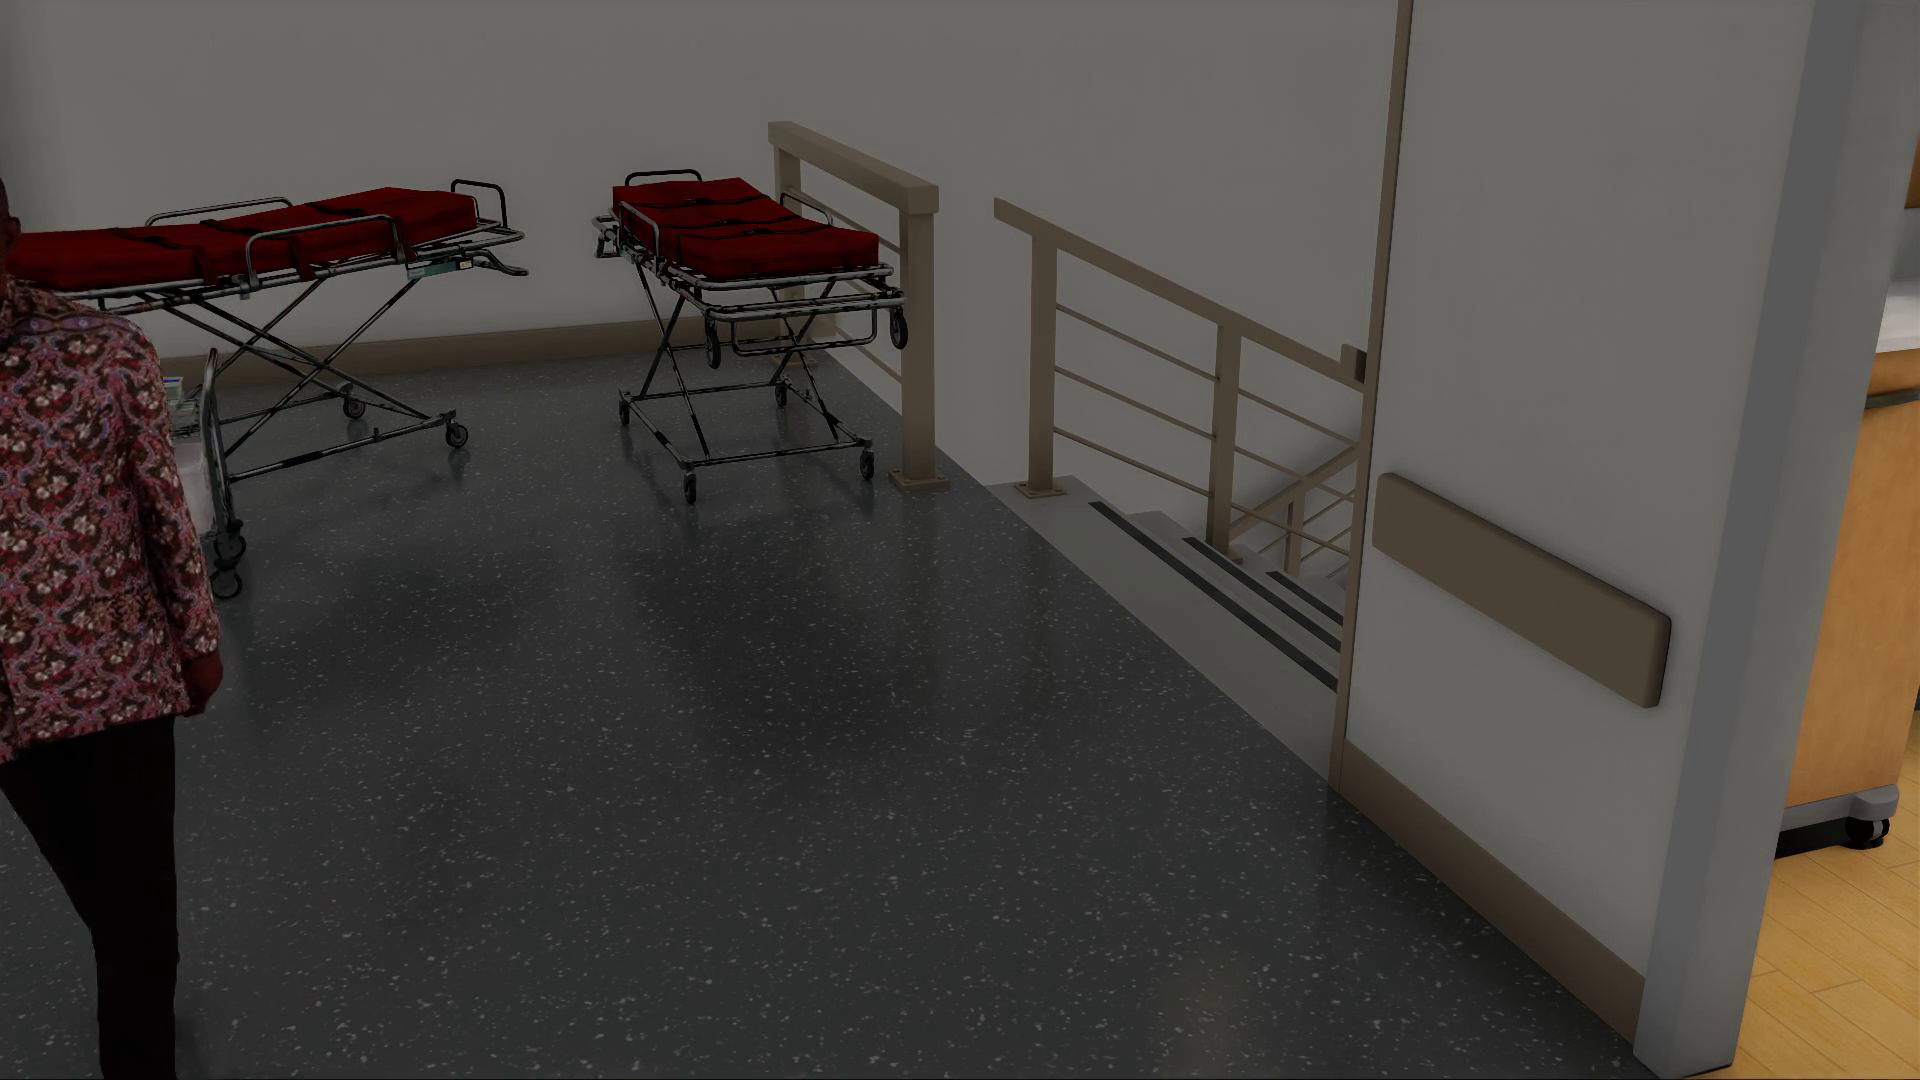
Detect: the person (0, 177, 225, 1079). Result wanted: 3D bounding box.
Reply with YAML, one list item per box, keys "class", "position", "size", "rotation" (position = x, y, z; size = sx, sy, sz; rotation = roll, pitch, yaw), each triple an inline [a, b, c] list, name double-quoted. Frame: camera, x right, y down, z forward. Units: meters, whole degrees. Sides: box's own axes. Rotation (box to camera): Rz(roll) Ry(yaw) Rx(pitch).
- class: "person"
  position: [-1.589, 0.221, 2.956]
  size: [0.794, 1.755, 1.198]
  rotation: [-5, 21, -13]
